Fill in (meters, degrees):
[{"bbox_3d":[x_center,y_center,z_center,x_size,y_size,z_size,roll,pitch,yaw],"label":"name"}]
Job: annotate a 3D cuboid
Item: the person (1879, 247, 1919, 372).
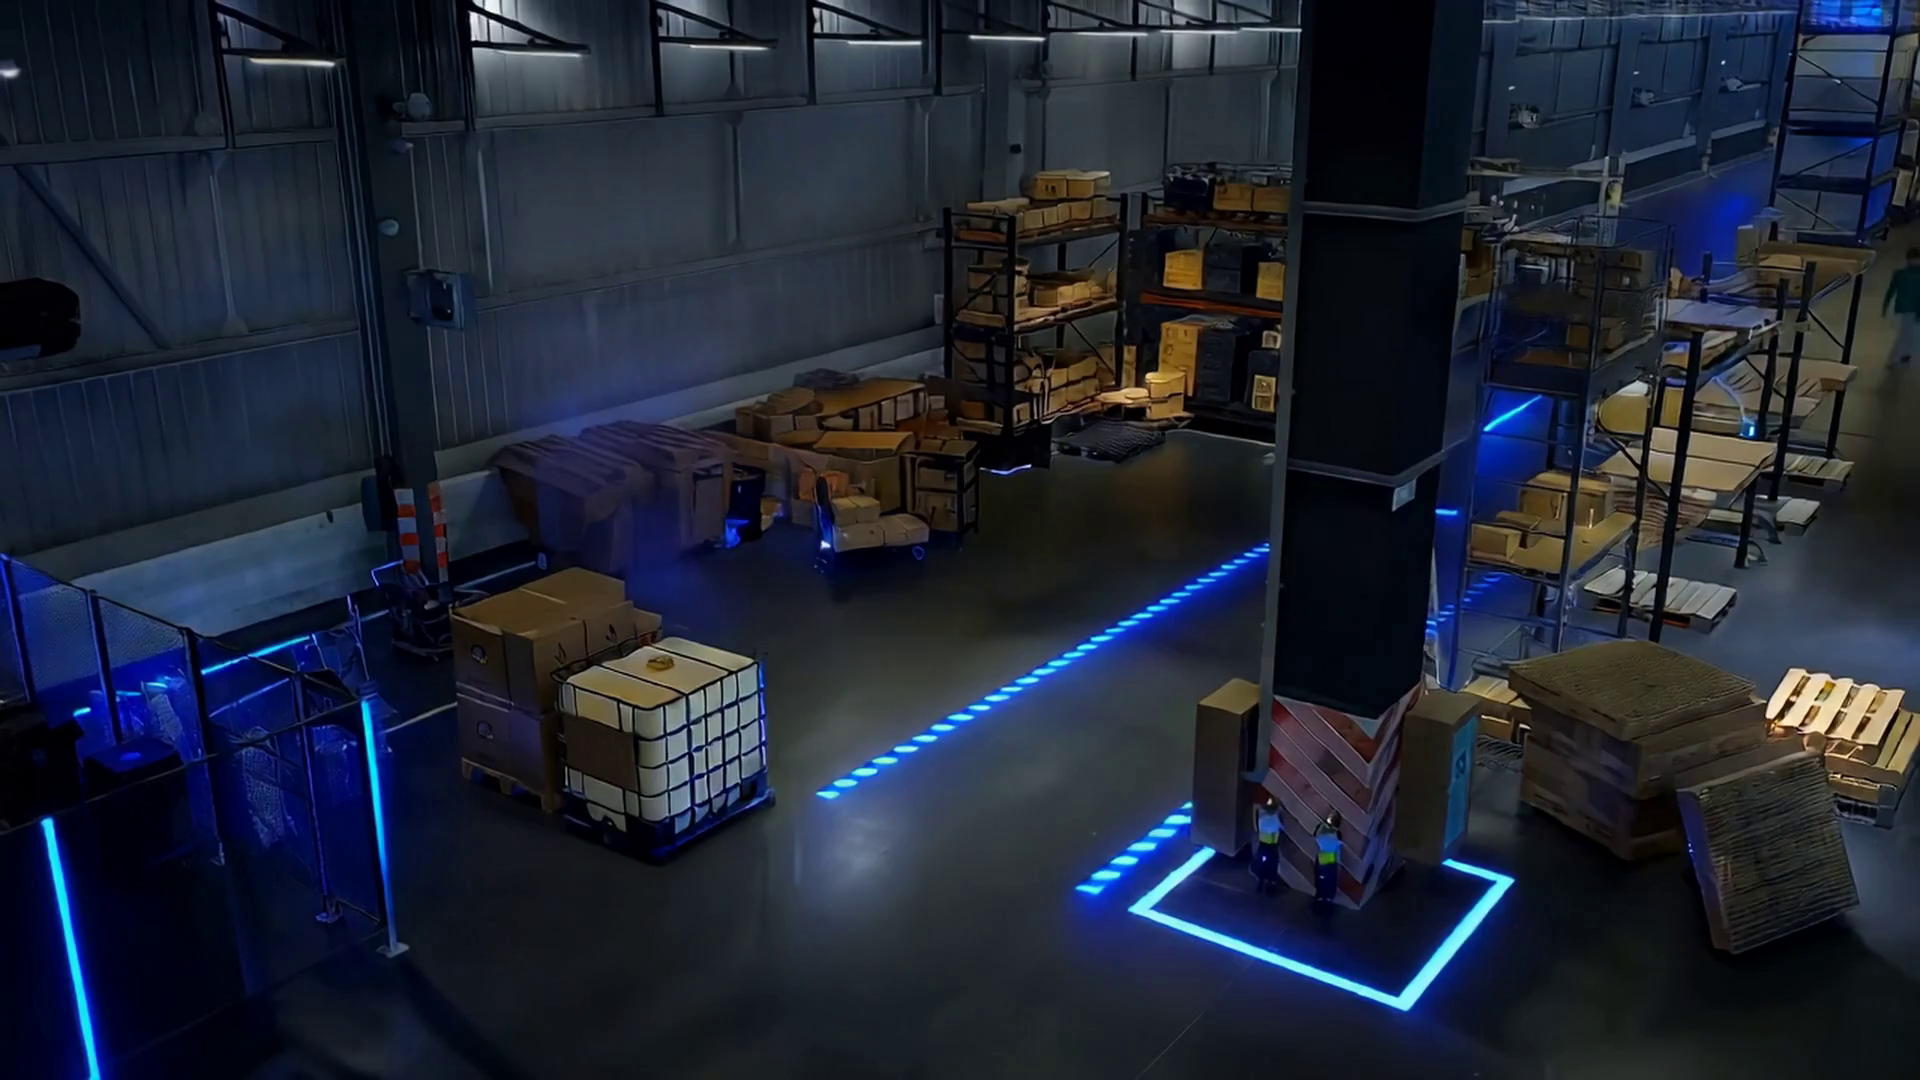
[{"bbox_3d":[15.020,-3.678,26.378,1.037,1.941,0.639,-11,21,-29],"label":"person"}]
